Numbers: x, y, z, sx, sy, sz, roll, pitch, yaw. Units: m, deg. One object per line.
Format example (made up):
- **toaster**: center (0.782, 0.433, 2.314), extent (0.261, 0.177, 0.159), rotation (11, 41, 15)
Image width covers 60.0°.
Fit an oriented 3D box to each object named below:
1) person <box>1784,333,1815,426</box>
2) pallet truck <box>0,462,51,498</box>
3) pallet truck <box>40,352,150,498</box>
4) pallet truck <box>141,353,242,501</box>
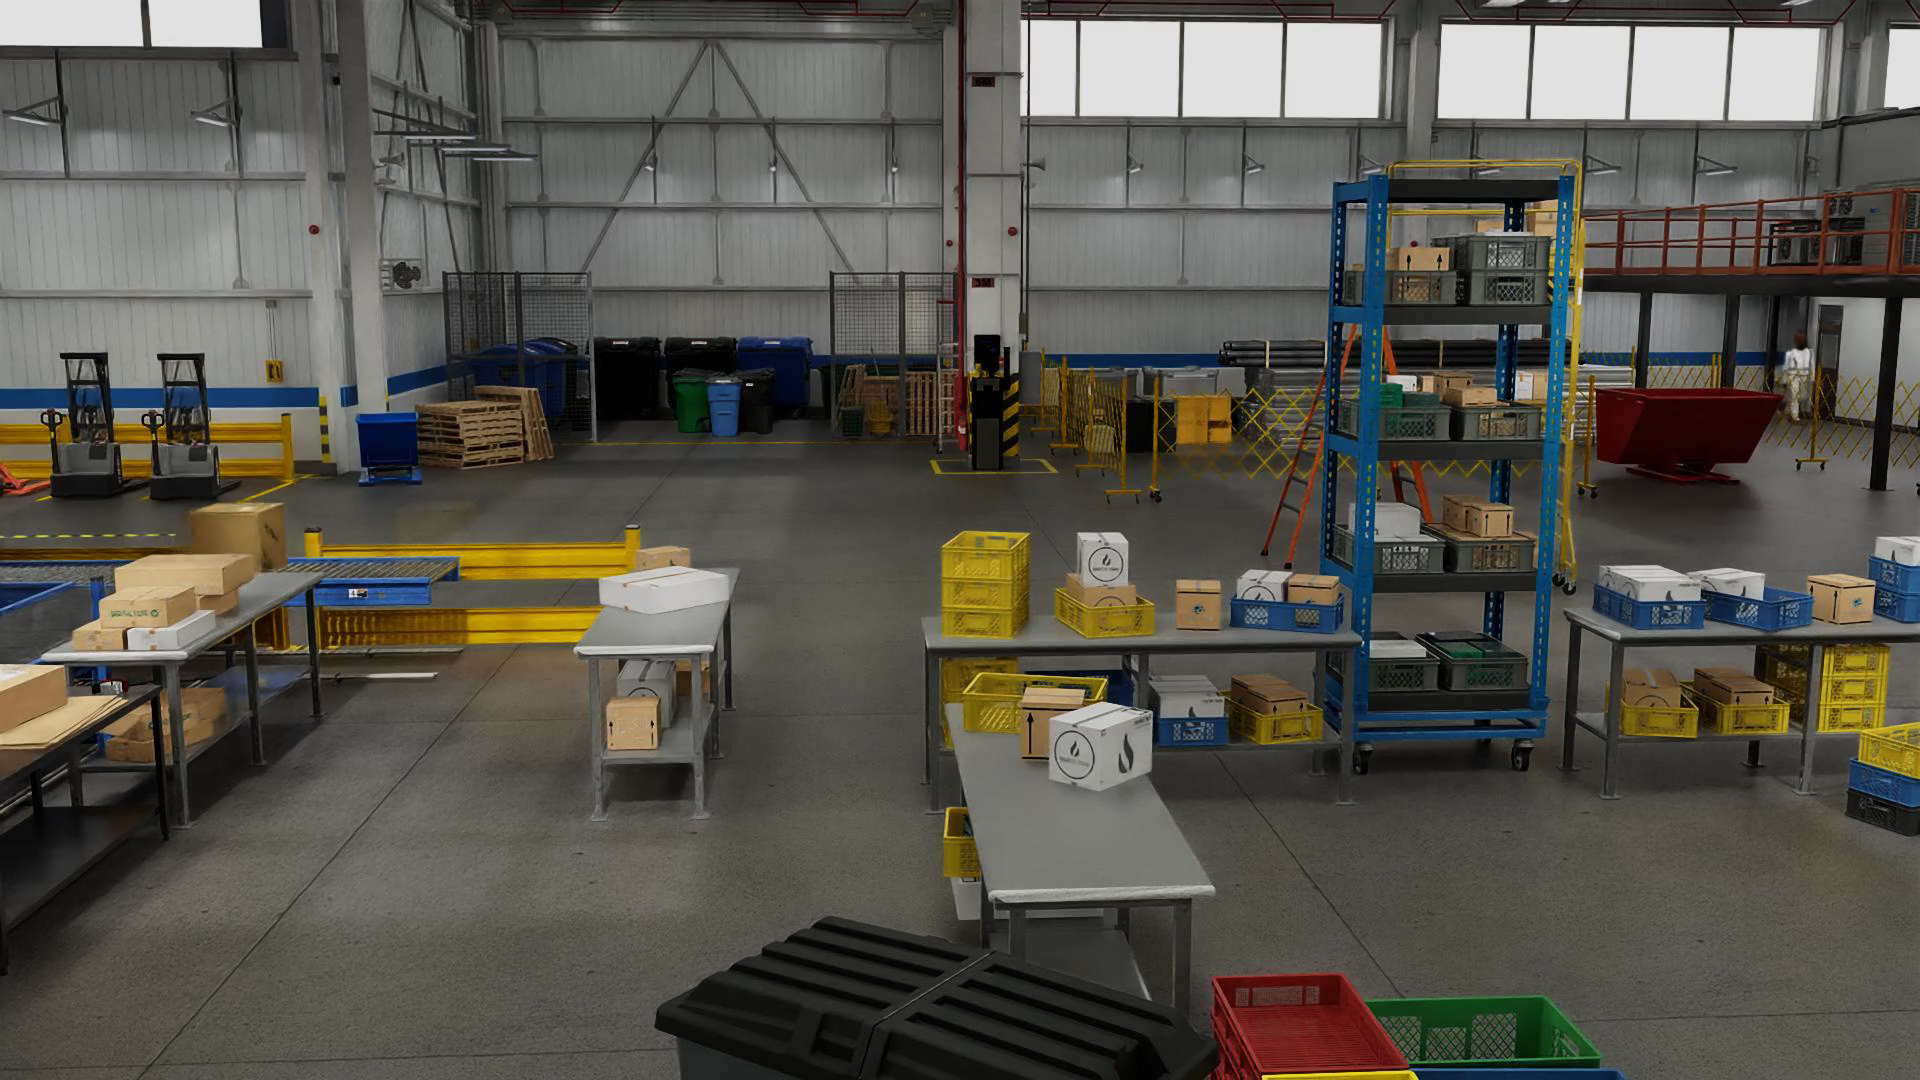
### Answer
- **person**: center (16.989, -3.265, 33.771), extent (0.576, 1.866, 0.744), rotation (-1, 9, -5)
- **pallet truck**: center (-13.193, -1.293, 23.148), extent (0.653, 1.274, 1.630), rotation (-1, 9, -4)
- **pallet truck**: center (-11.907, -1.642, 23.165), extent (0.823, 1.965, 1.885), rotation (0, 9, 0)
- **pallet truck**: center (-10.520, -1.604, 22.925), extent (0.823, 1.965, 1.885), rotation (-1, 9, -6)
